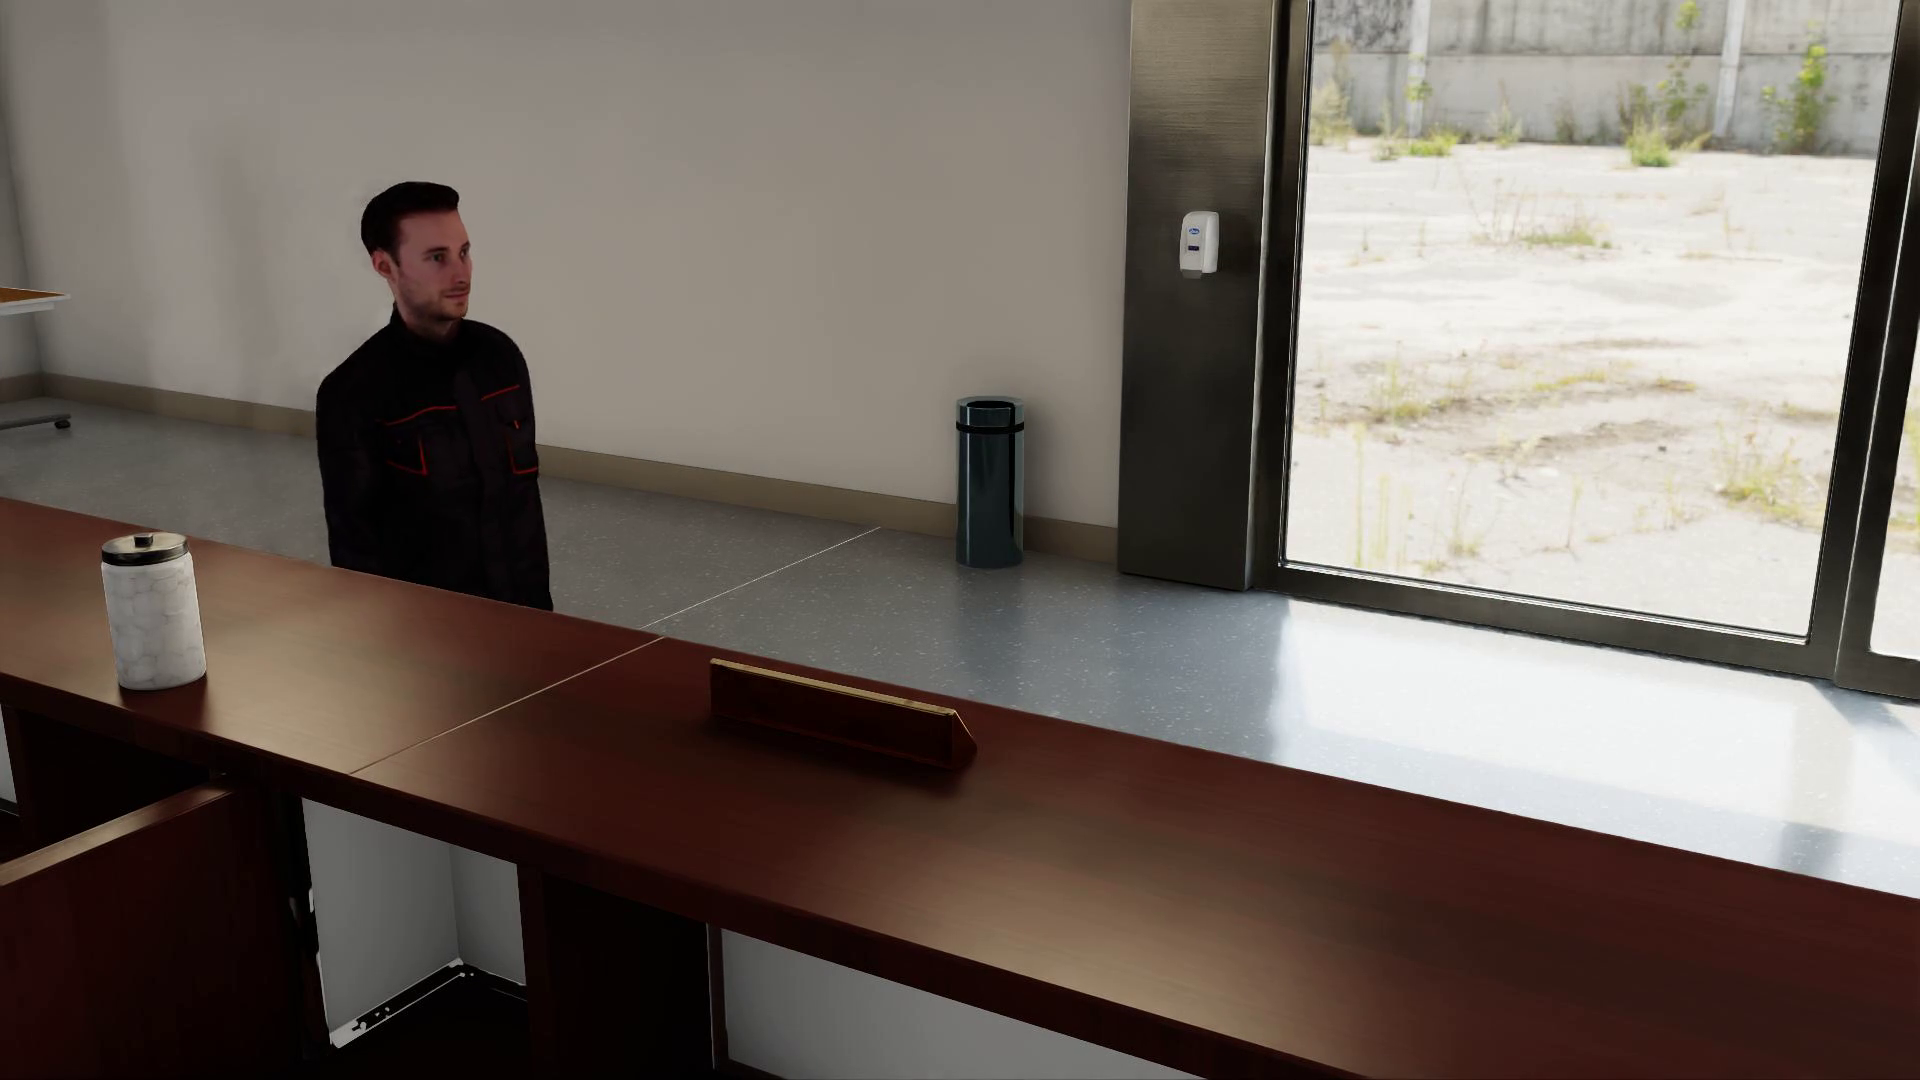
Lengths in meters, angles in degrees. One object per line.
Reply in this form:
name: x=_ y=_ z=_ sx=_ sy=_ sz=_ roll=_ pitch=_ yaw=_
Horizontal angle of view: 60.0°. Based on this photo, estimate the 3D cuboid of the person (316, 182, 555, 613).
person: x=-1.082 y=0.222 z=3.469 sx=0.735 sy=1.893 sz=0.809 roll=9 pitch=18 yaw=29
